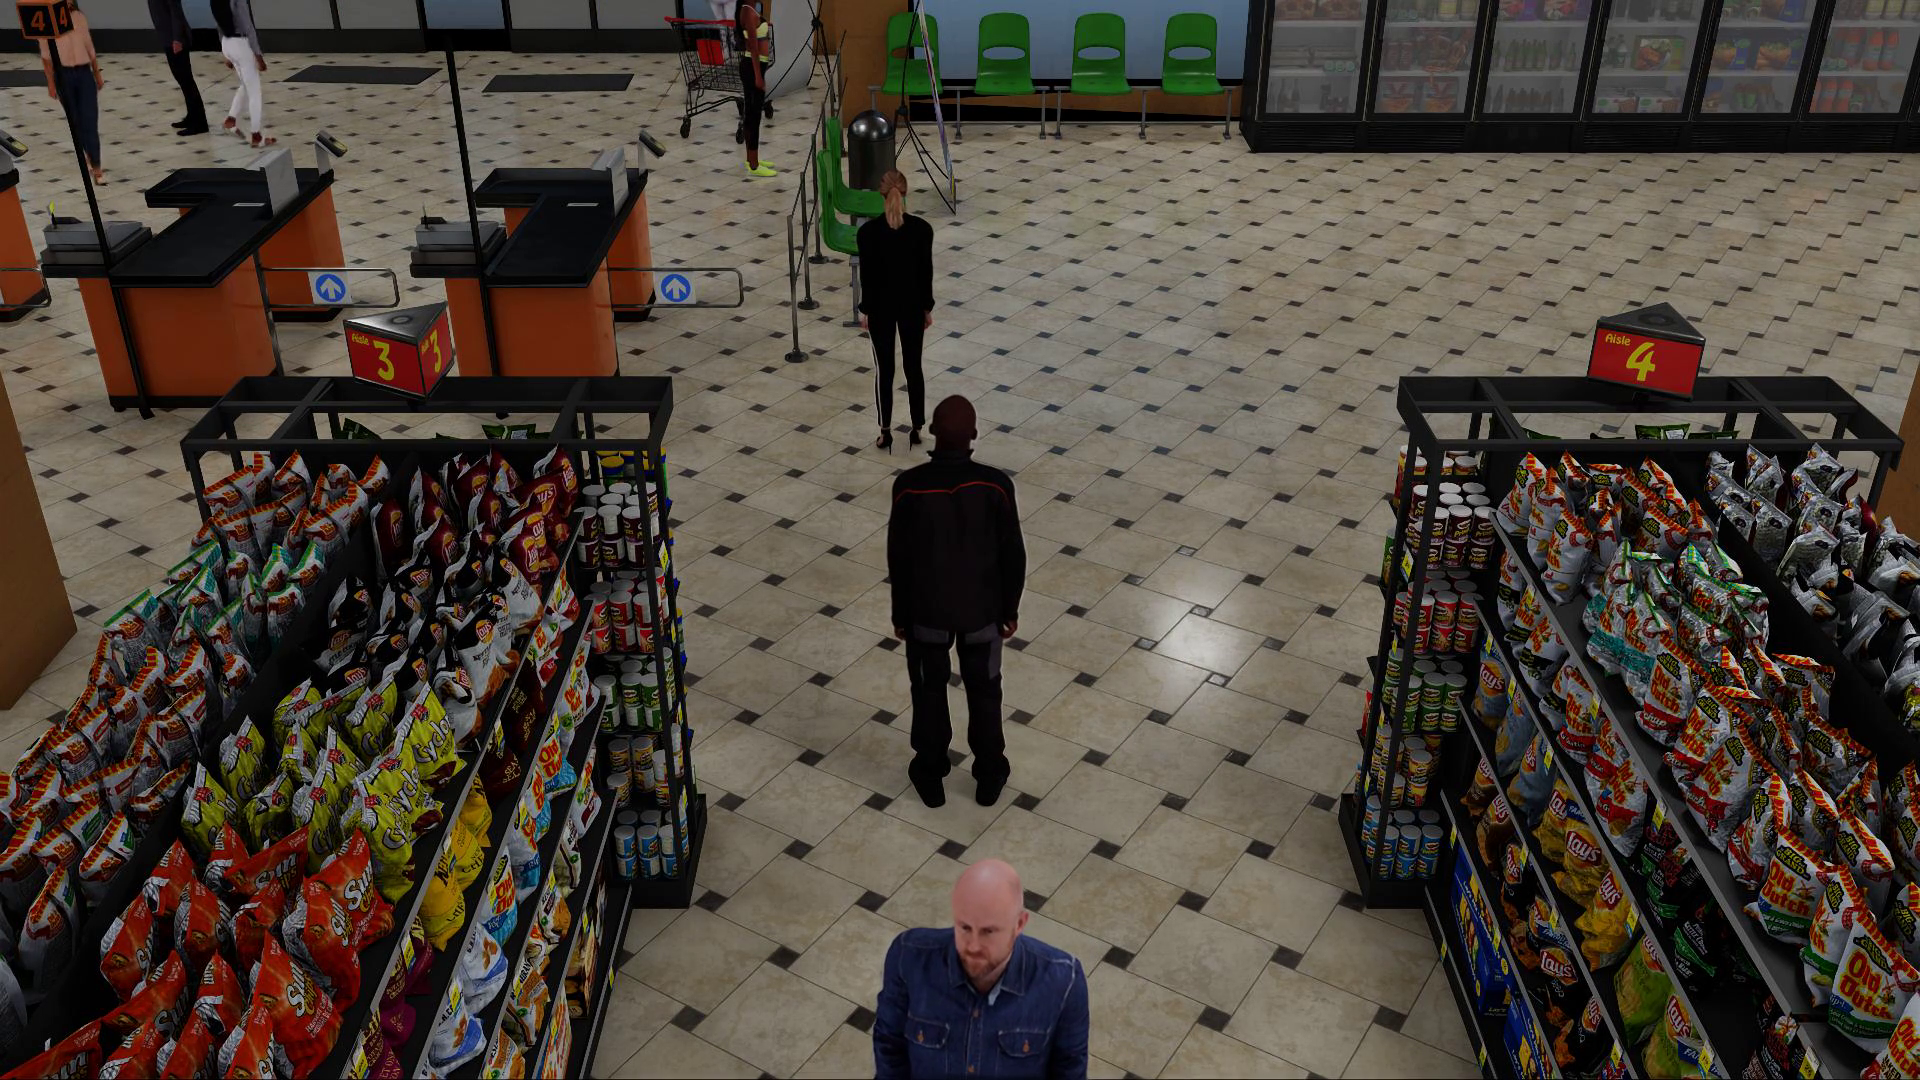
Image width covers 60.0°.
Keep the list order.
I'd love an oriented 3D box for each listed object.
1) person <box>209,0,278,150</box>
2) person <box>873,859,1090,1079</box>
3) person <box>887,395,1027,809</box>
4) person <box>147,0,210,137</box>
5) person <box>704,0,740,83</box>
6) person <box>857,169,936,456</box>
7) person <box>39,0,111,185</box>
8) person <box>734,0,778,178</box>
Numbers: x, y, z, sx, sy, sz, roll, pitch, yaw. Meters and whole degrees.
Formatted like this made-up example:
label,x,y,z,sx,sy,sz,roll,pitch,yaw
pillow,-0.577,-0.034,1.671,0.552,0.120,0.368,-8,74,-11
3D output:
label,x,y,z,sx,sy,sz,roll,pitch,yaw
person,-6.780,-4.499,15.500,0.776,1.714,0.839,20,34,32
person,0.046,1.561,4.285,0.747,1.825,0.635,4,29,8
person,-0.025,0.265,6.658,0.700,1.825,0.584,-1,29,-2
person,-7.600,-4.873,16.052,0.876,1.840,0.736,-16,32,-26
person,-2.557,-5.898,17.906,0.837,1.864,1.161,7,29,13
person,-0.368,-1.311,9.667,0.647,1.707,0.603,-5,29,-10
person,-7.799,-4.018,14.600,1.065,1.732,1.212,-20,34,-32
person,-1.851,-4.143,14.805,0.653,1.755,0.495,-5,29,-8
